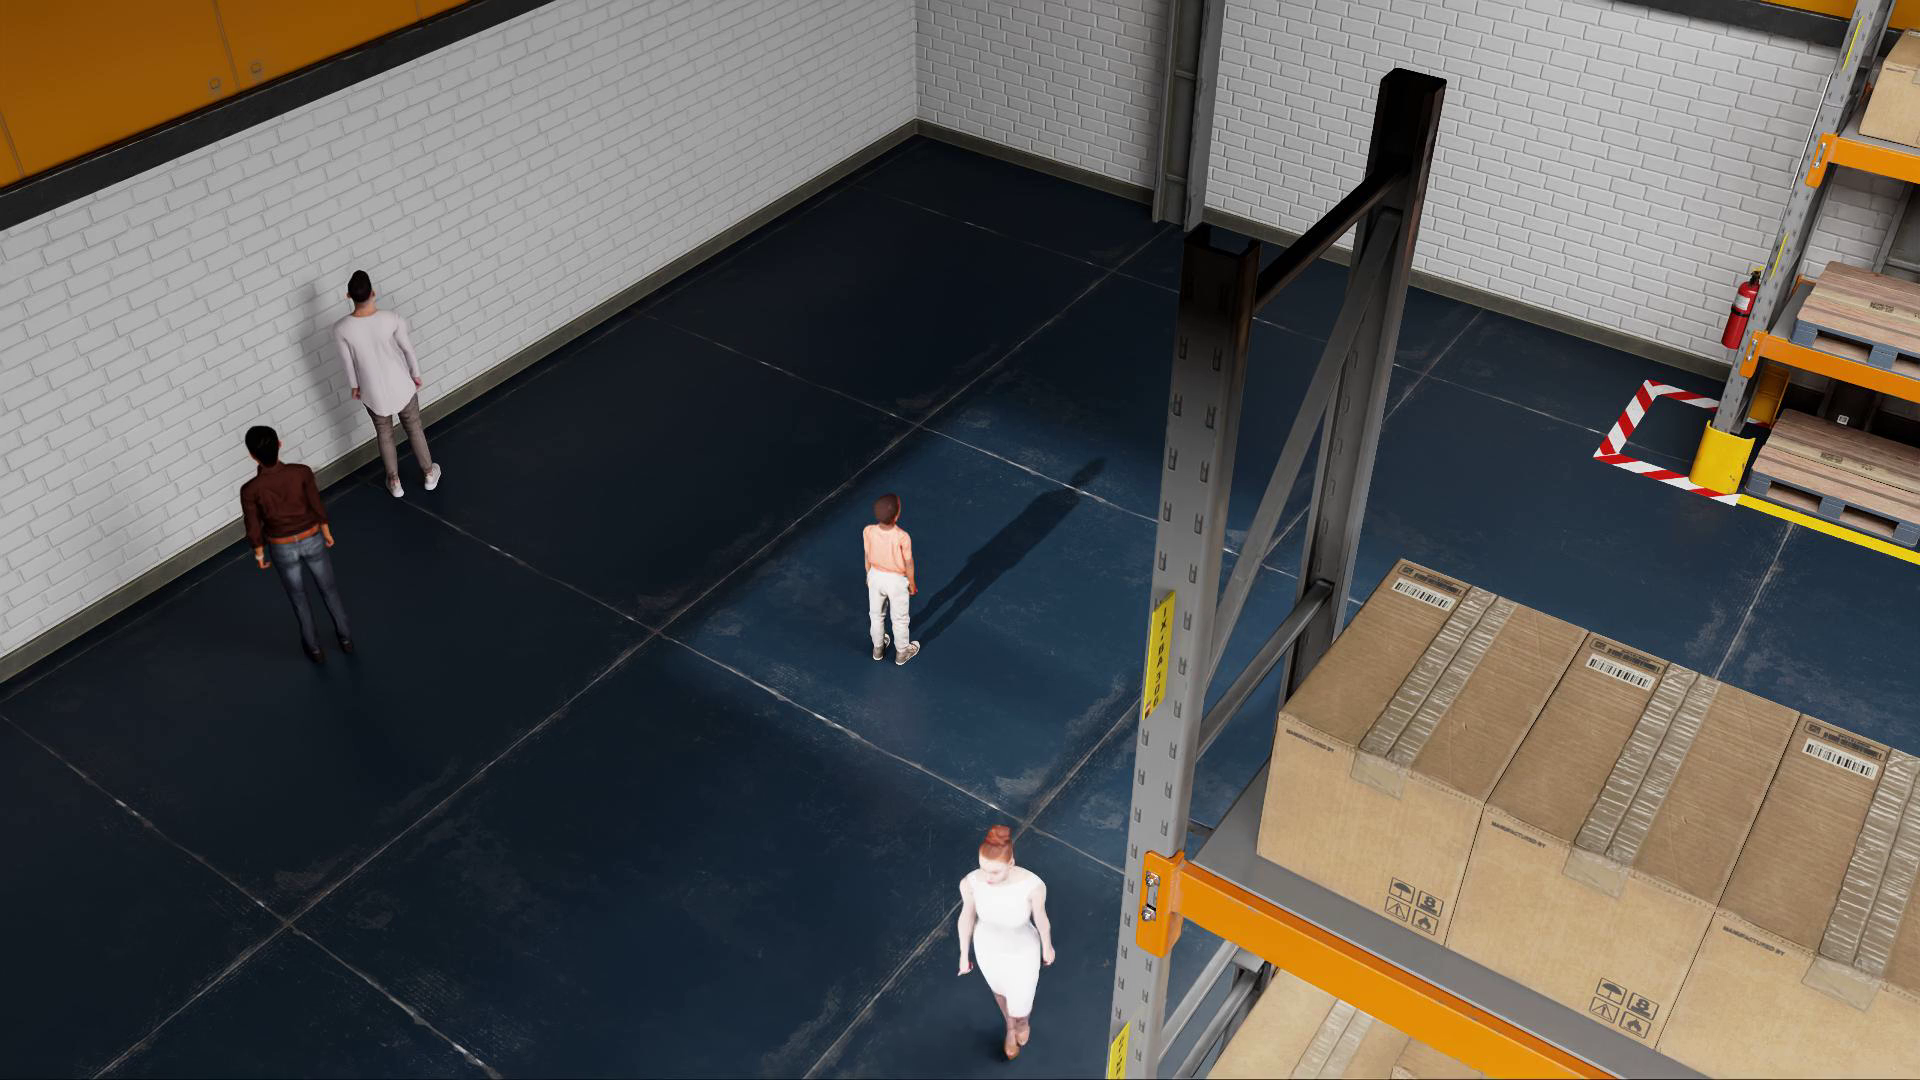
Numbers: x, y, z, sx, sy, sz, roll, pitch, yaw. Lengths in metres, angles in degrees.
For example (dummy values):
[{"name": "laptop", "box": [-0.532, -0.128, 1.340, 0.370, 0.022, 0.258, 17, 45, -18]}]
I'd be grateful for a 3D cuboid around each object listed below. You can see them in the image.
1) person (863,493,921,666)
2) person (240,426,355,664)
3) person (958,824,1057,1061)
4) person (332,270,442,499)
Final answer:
[{"name": "person", "box": [-0.458, 0.247, 10.675, 0.468, 1.310, 0.596, 13, 40, 16]}, {"name": "person", "box": [-4.200, 0.033, 10.567, 0.716, 1.779, 0.666, -23, 44, -26]}, {"name": "person", "box": [0.262, 1.946, 8.176, 0.650, 1.774, 0.756, 8, 39, 9]}, {"name": "person", "box": [-4.131, -1.126, 11.970, 0.754, 1.841, 0.779, -11, 40, -14]}]
